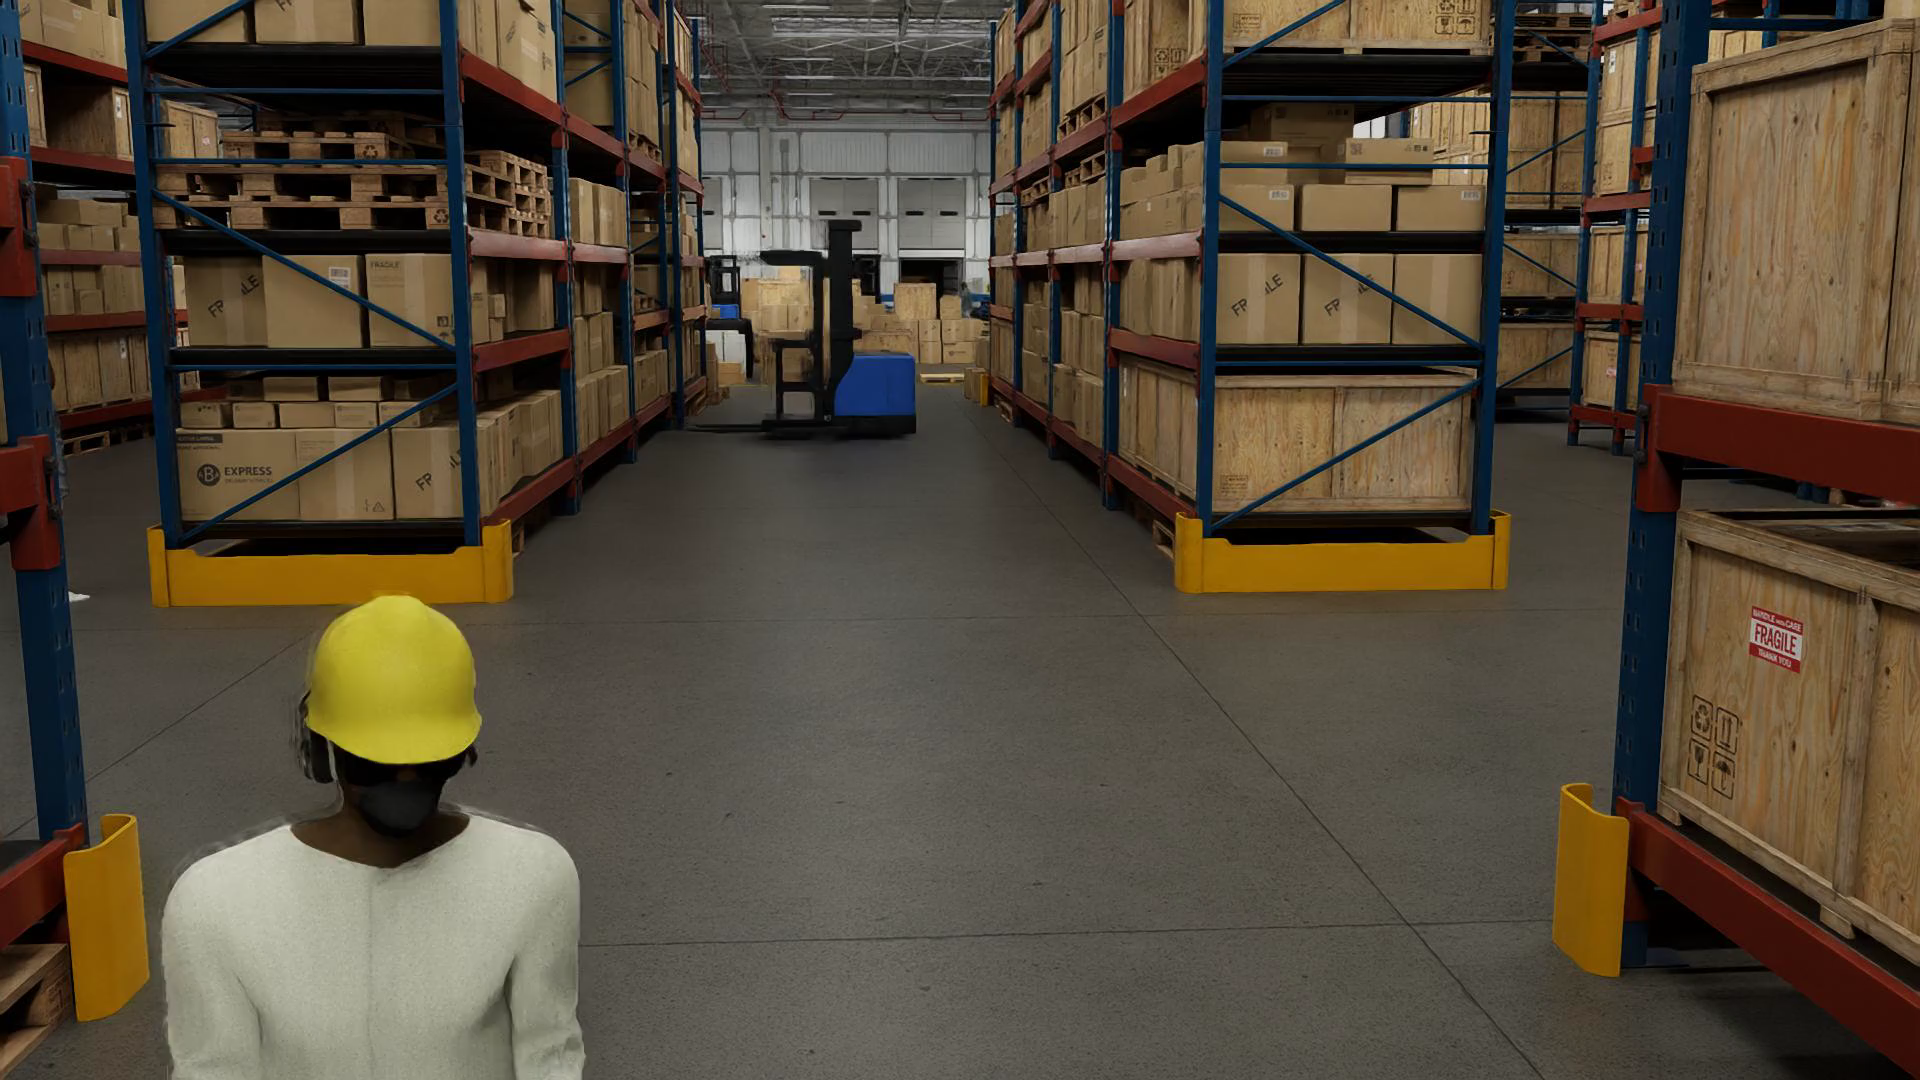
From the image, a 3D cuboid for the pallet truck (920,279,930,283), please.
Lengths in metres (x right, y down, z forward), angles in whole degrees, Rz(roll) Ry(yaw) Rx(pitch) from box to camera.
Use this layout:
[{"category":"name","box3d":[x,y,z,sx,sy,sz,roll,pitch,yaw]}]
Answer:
[{"category":"pallet truck","box3d":[-0.932,-8.922,63.114,1.885,1.965,0.823,2,9,13]}]

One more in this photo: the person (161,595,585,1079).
[{"category":"person","box3d":[-0.768,0.899,2.257,0.516,1.734,0.767,-3,10,-20]}]

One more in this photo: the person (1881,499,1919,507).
[{"category":"person","box3d":[5.366,-0.251,9.344,1.012,1.783,0.641,1,9,8]}]

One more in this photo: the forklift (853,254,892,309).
[{"category":"forklift","box3d":[-3.158,-8.349,56.753,1.129,2.768,1.873,-5,10,-30]}]

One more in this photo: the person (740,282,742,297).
[{"category":"person","box3d":[-8.433,-9.354,66.284,0.973,1.875,0.558,-6,11,-31]}]

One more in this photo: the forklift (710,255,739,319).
[{"category":"forklift","box3d":[-8.368,-8.713,59.038,1.129,2.768,1.873,-1,9,-4]}]

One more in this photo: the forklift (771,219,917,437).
[{"category":"forklift","box3d":[-1.527,-2.774,21.751,1.873,2.768,1.129,-1,9,-4]}]

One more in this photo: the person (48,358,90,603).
[{"category":"person","box3d":[-5.922,-0.399,10.740,0.499,1.633,0.286,6,11,33]}]

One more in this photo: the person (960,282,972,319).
[{"category":"person","box3d":[0.080,-7.409,53.915,0.978,1.889,0.651,3,9,16]}]
